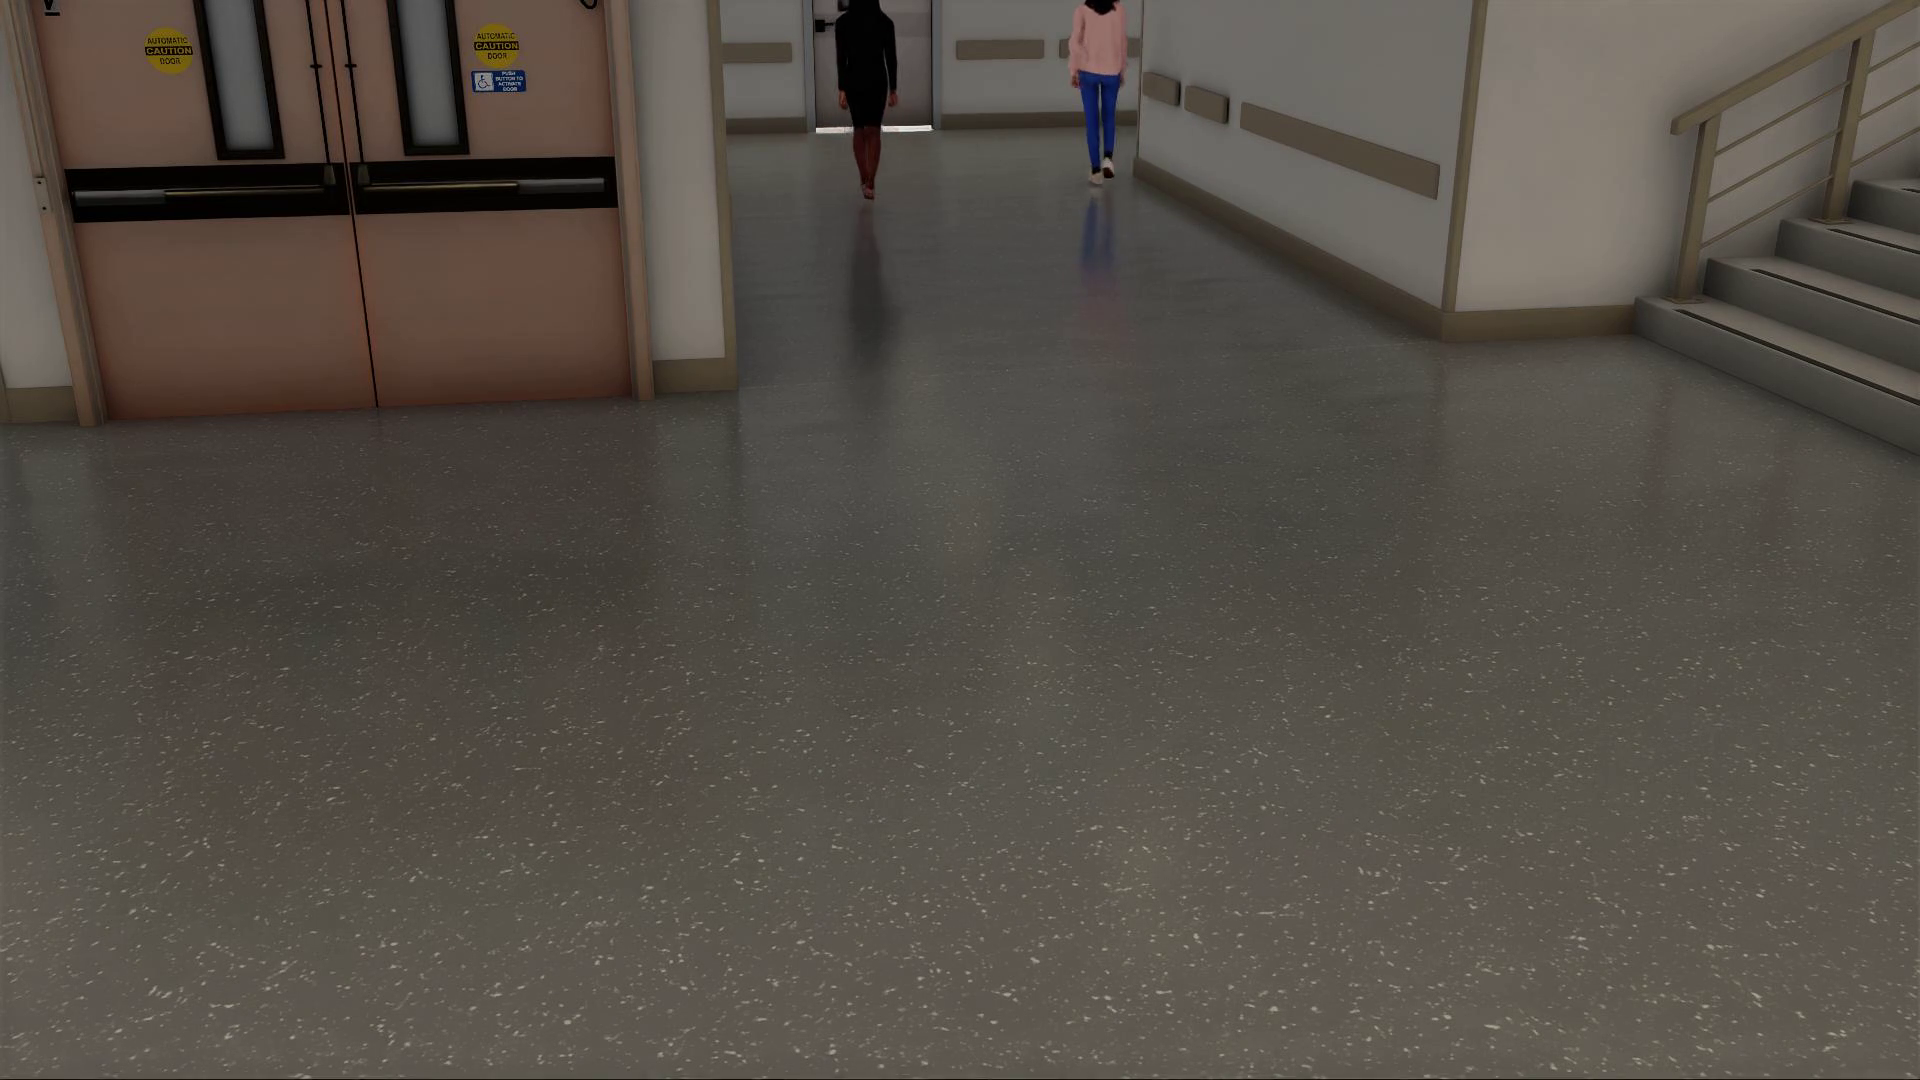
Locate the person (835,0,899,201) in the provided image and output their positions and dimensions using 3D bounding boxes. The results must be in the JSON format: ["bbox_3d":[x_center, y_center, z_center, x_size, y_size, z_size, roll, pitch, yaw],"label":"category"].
[{"bbox_3d":[-0.713,-3.428,12.823,1.204,1.669,0.830,-1,21,-2],"label":"person"}]

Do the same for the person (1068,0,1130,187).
[{"bbox_3d":[1.153,-3.801,13.693,0.622,1.750,0.745,-1,21,-2],"label":"person"}]
